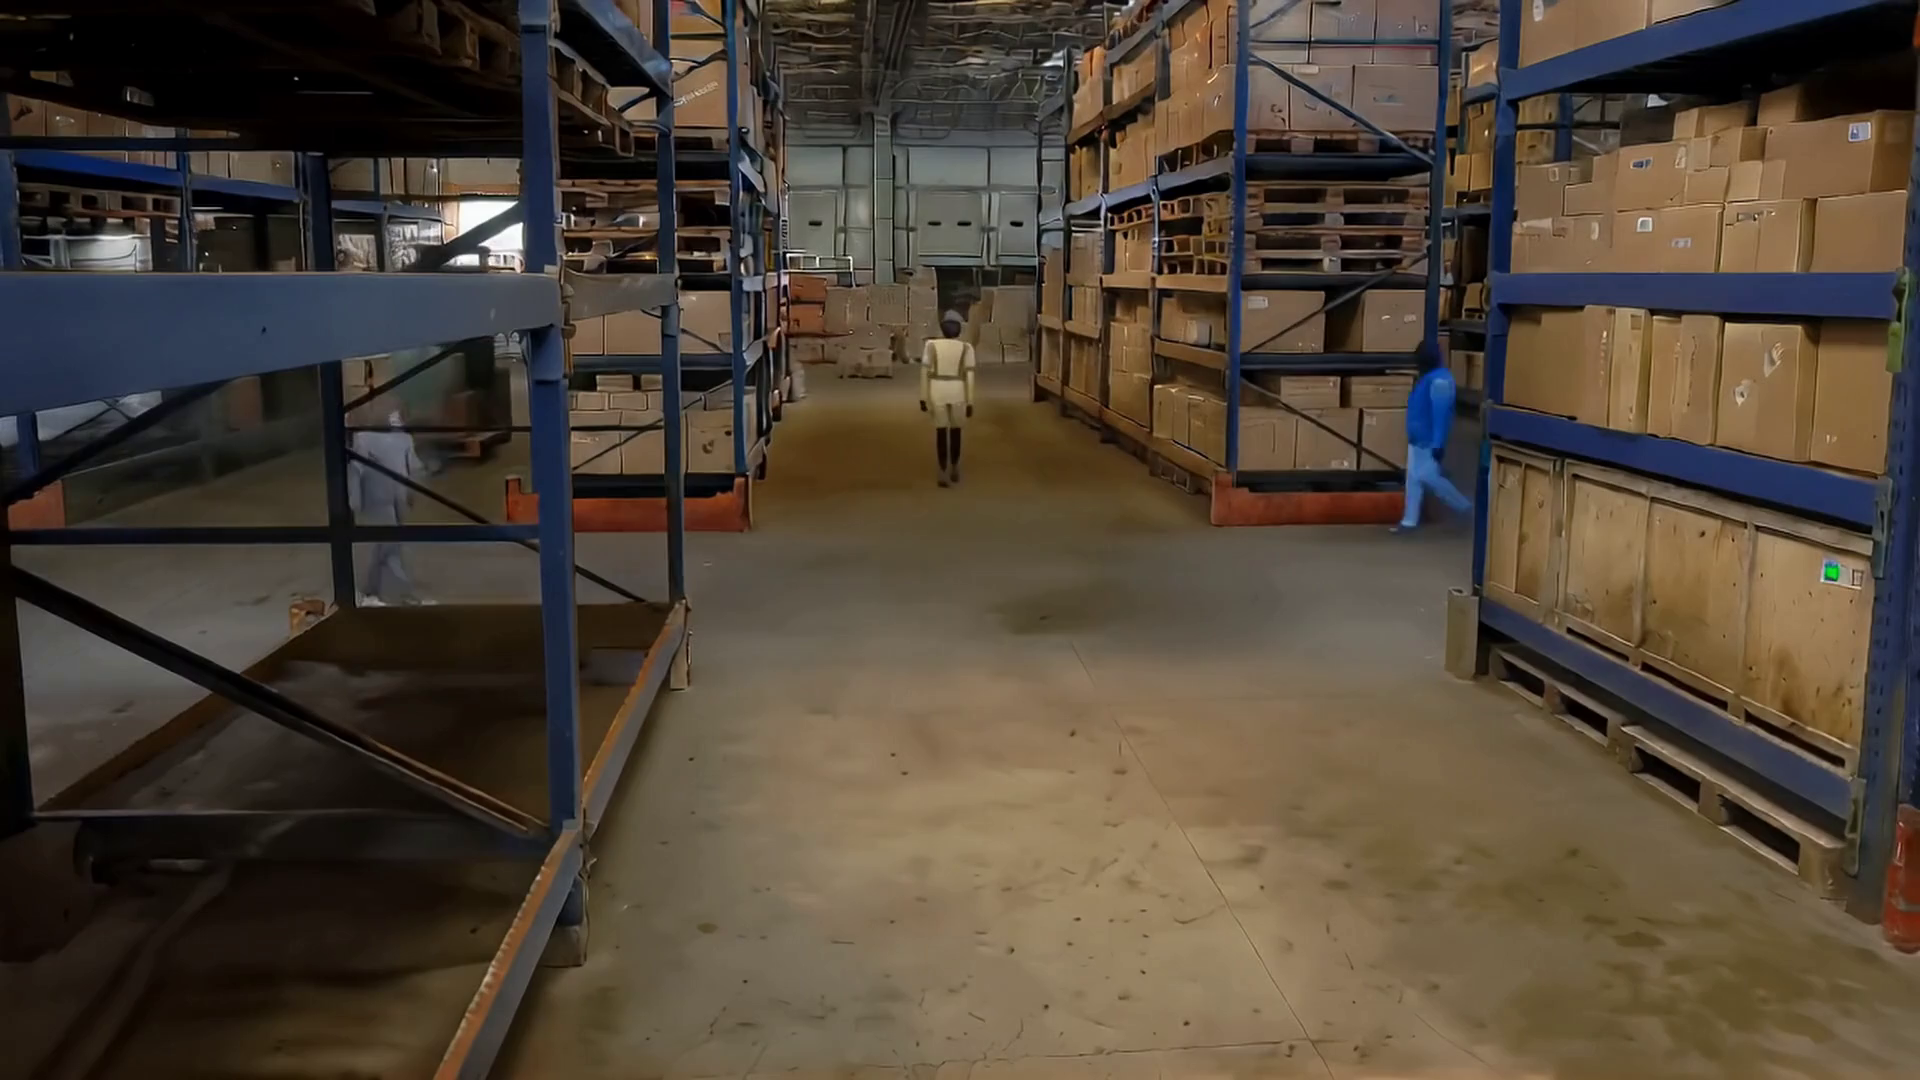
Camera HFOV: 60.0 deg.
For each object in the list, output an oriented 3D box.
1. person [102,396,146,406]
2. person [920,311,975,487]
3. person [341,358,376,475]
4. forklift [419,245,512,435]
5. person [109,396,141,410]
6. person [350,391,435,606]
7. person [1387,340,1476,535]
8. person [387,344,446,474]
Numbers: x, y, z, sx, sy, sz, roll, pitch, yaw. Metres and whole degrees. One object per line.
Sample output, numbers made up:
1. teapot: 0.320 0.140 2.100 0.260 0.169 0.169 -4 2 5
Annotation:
1. person: -15.540 -3.378 30.626 0.867 1.840 0.526 2 9 13
2. person: -0.145 -1.634 19.193 0.631 1.982 1.053 0 9 -3
3. person: -7.294 -1.625 20.034 0.530 1.698 0.321 -6 11 -31
4. forklift: -7.146 -2.809 23.768 1.129 2.768 1.873 -1 9 -4
5. person: -14.960 -3.337 29.710 0.536 2.000 0.682 5 10 27
6. person: -3.974 -0.251 11.721 0.829 1.592 0.543 4 10 24
7. person: 4.361 -0.926 15.266 0.723 1.818 0.635 0 9 -3
8. person: -6.623 -1.733 20.176 0.653 1.876 0.738 1 9 9
